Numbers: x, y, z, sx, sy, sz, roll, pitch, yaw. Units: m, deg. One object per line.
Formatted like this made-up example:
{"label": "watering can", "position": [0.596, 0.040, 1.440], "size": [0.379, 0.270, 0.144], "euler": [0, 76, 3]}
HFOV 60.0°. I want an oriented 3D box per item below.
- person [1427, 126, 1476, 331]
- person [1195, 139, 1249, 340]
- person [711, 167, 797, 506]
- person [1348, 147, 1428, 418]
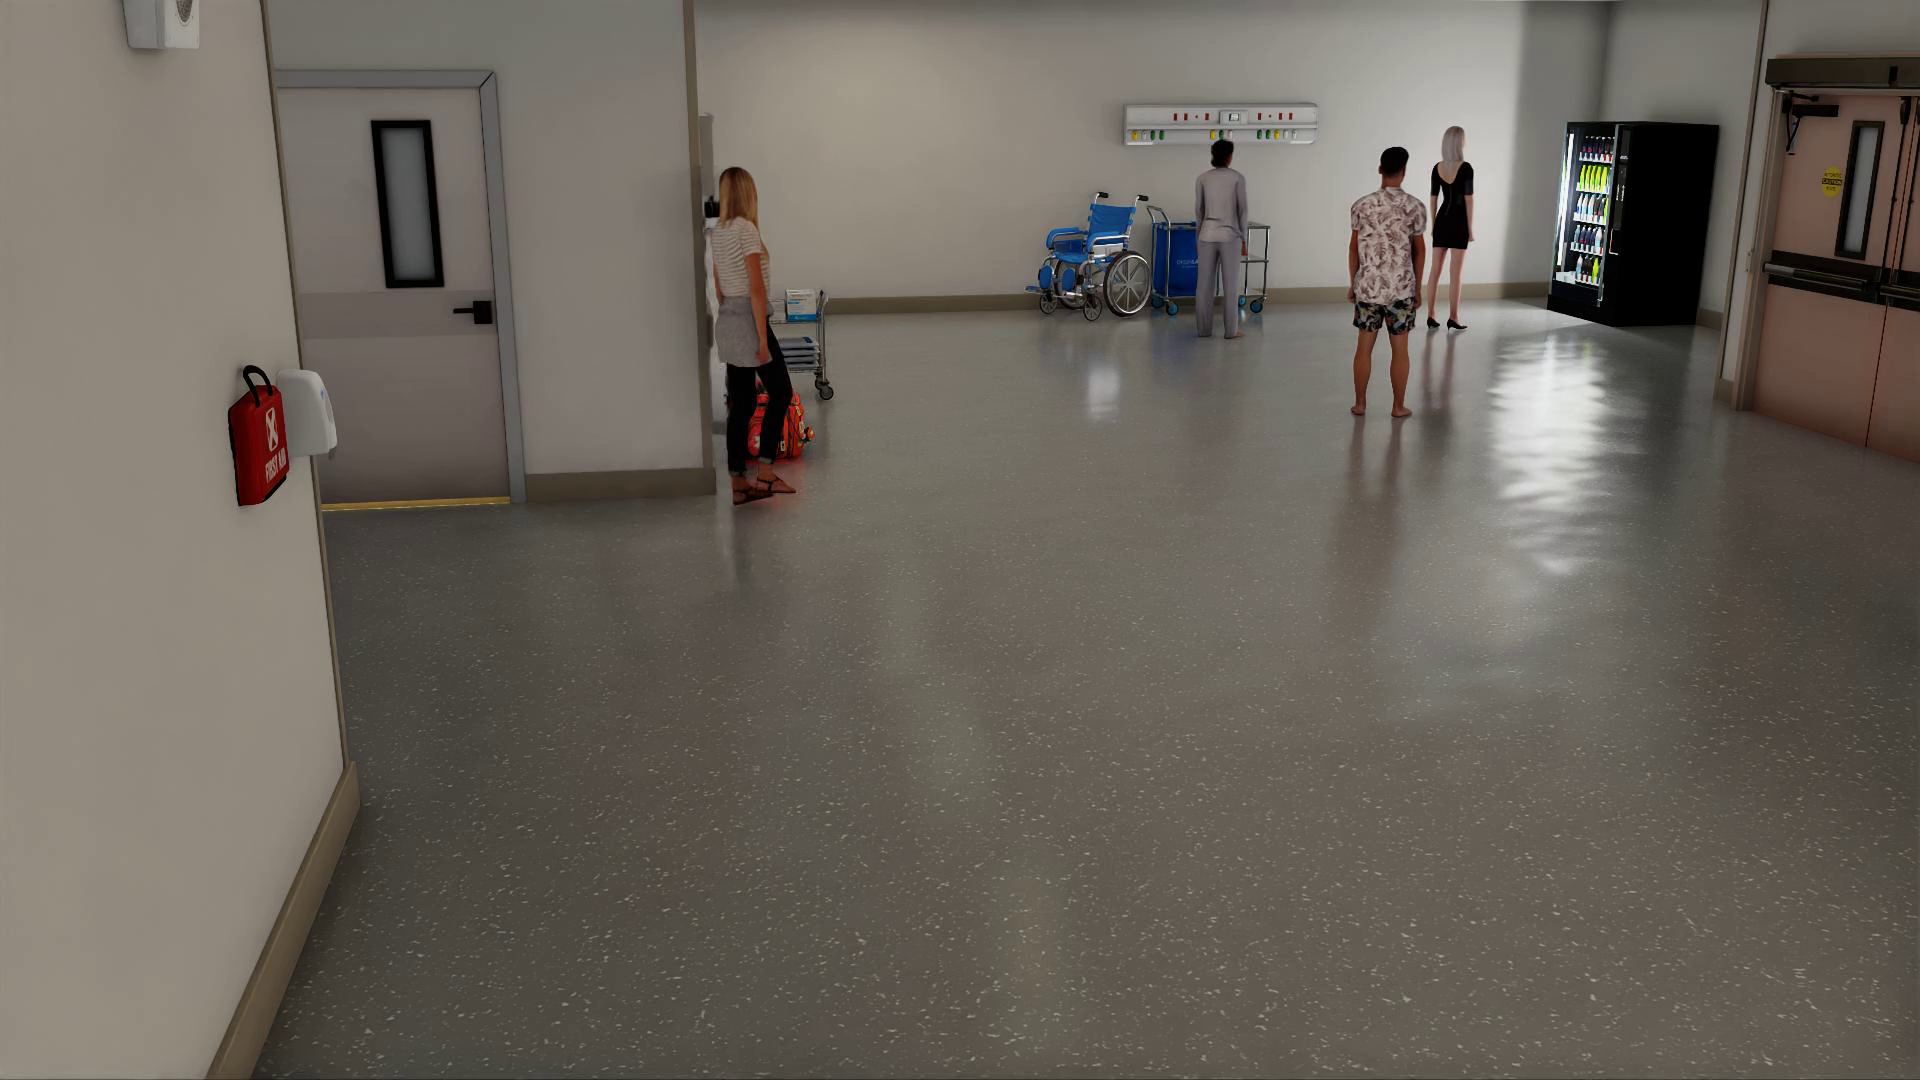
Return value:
{"label": "person", "position": [4.484, -2.847, 15.202], "size": [0.716, 1.830, 0.619], "euler": [-15, 22, -42]}
{"label": "person", "position": [2.307, -2.672, 14.751], "size": [0.714, 1.737, 0.733], "euler": [7, 17, 24]}
{"label": "person", "position": [-1.240, -1.058, 8.928], "size": [0.841, 1.792, 0.750], "euler": [-13, 20, -39]}
{"label": "person", "position": [2.907, -1.753, 11.350], "size": [0.751, 1.814, 0.756], "euler": [6, 17, 21]}
